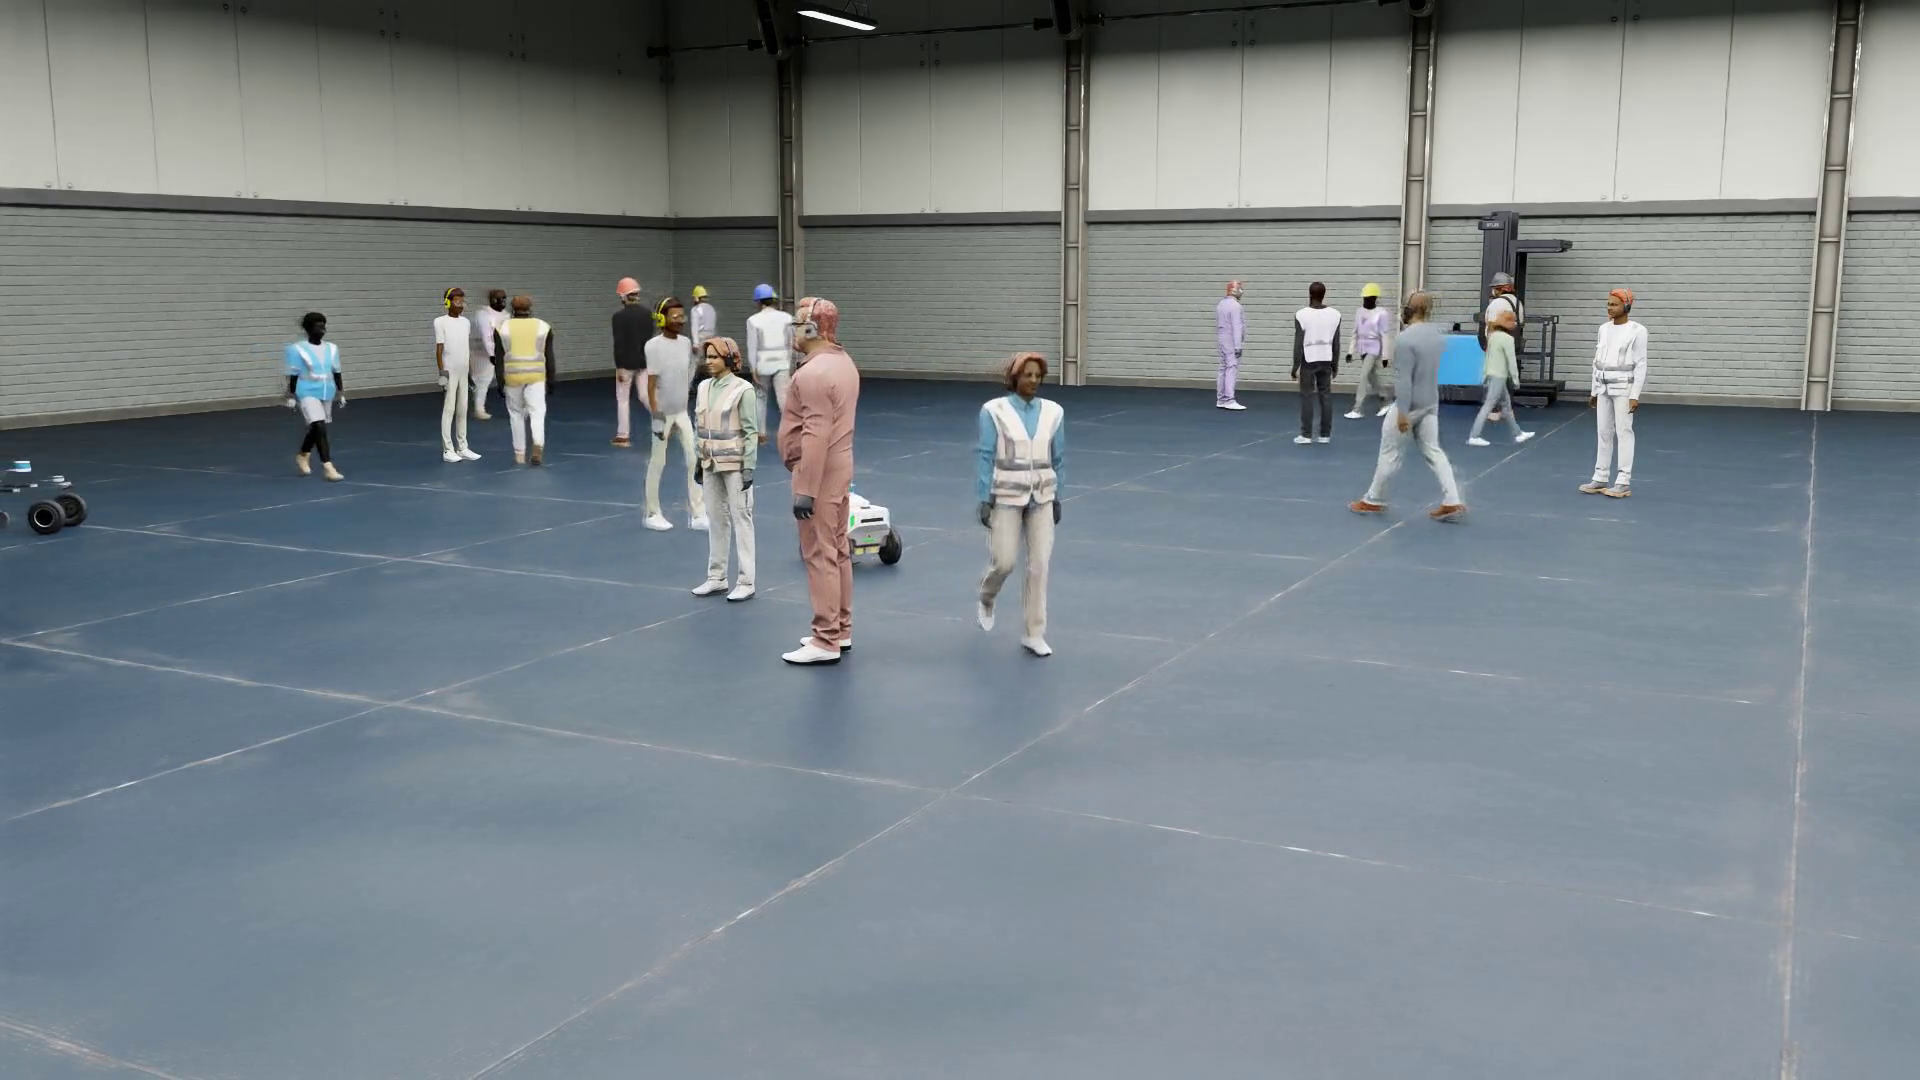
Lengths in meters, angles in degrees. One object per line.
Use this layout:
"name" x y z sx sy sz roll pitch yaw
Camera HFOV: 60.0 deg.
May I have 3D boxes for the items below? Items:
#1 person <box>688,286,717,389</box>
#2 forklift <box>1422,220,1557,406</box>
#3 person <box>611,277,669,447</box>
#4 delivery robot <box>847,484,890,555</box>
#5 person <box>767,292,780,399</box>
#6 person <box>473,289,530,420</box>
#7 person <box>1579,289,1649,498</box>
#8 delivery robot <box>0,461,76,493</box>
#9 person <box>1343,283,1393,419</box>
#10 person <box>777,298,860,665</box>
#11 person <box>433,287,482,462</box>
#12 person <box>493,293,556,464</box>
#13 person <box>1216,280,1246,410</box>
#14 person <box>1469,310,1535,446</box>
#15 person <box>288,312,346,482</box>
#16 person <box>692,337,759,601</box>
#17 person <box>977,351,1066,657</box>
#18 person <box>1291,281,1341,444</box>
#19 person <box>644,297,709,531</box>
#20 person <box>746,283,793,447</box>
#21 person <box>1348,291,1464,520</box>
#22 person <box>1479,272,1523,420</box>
"person" -4.237 -3.192 26.878 0.837 1.789 0.620 5 11 30
"forklift" 8.245 -3.527 25.720 1.873 2.768 1.129 5 10 27
"person" -3.760 -2.065 19.364 0.830 1.973 0.625 8 12 42
"delivery robot" -0.800 -0.153 11.776 0.477 0.478 0.707 -6 11 -33
"person" -2.941 -3.080 26.350 0.520 1.729 0.875 -4 10 -23
"person" -6.360 -2.545 22.909 0.978 1.793 0.626 5 11 30
"person" 5.979 -1.341 15.178 0.356 1.883 0.572 -4 10 -23
"delivery robot" -7.415 -0.510 13.176 0.698 0.223 0.335 -1 9 -5
"person" 5.773 -2.648 23.248 0.963 1.887 0.597 -4 10 -24
"person" -0.753 -0.312 8.756 0.409 1.906 0.652 2 9 10
"person" -5.442 -1.789 17.989 0.328 1.868 0.509 4 10 25
"person" -4.600 -1.700 17.614 0.635 1.814 0.848 -3 10 -19
"person" 4.037 -2.886 24.637 0.401 1.904 0.648 -2 9 -14
"person" 6.396 -1.901 19.546 0.868 1.576 0.513 -1 9 -6
"person" -6.406 -1.432 16.455 0.861 1.657 0.539 6 11 33
"person" -1.469 -0.448 10.415 0.522 1.640 0.306 7 12 38
"person" 0.320 -0.212 8.980 0.527 1.624 0.530 -4 10 -22
"person" 4.245 -2.107 19.790 0.596 1.916 0.374 -2 9 -13
"person" -2.207 -0.971 13.045 0.835 1.829 0.546 7 11 36
"person" -2.165 -2.011 19.247 0.596 1.909 0.932 -4 10 -24
"person" 3.753 -1.112 13.760 0.646 1.891 0.994 -8 12 -40
"person" 7.465 -2.682 23.087 0.682 2.000 0.535 -8 12 -40
